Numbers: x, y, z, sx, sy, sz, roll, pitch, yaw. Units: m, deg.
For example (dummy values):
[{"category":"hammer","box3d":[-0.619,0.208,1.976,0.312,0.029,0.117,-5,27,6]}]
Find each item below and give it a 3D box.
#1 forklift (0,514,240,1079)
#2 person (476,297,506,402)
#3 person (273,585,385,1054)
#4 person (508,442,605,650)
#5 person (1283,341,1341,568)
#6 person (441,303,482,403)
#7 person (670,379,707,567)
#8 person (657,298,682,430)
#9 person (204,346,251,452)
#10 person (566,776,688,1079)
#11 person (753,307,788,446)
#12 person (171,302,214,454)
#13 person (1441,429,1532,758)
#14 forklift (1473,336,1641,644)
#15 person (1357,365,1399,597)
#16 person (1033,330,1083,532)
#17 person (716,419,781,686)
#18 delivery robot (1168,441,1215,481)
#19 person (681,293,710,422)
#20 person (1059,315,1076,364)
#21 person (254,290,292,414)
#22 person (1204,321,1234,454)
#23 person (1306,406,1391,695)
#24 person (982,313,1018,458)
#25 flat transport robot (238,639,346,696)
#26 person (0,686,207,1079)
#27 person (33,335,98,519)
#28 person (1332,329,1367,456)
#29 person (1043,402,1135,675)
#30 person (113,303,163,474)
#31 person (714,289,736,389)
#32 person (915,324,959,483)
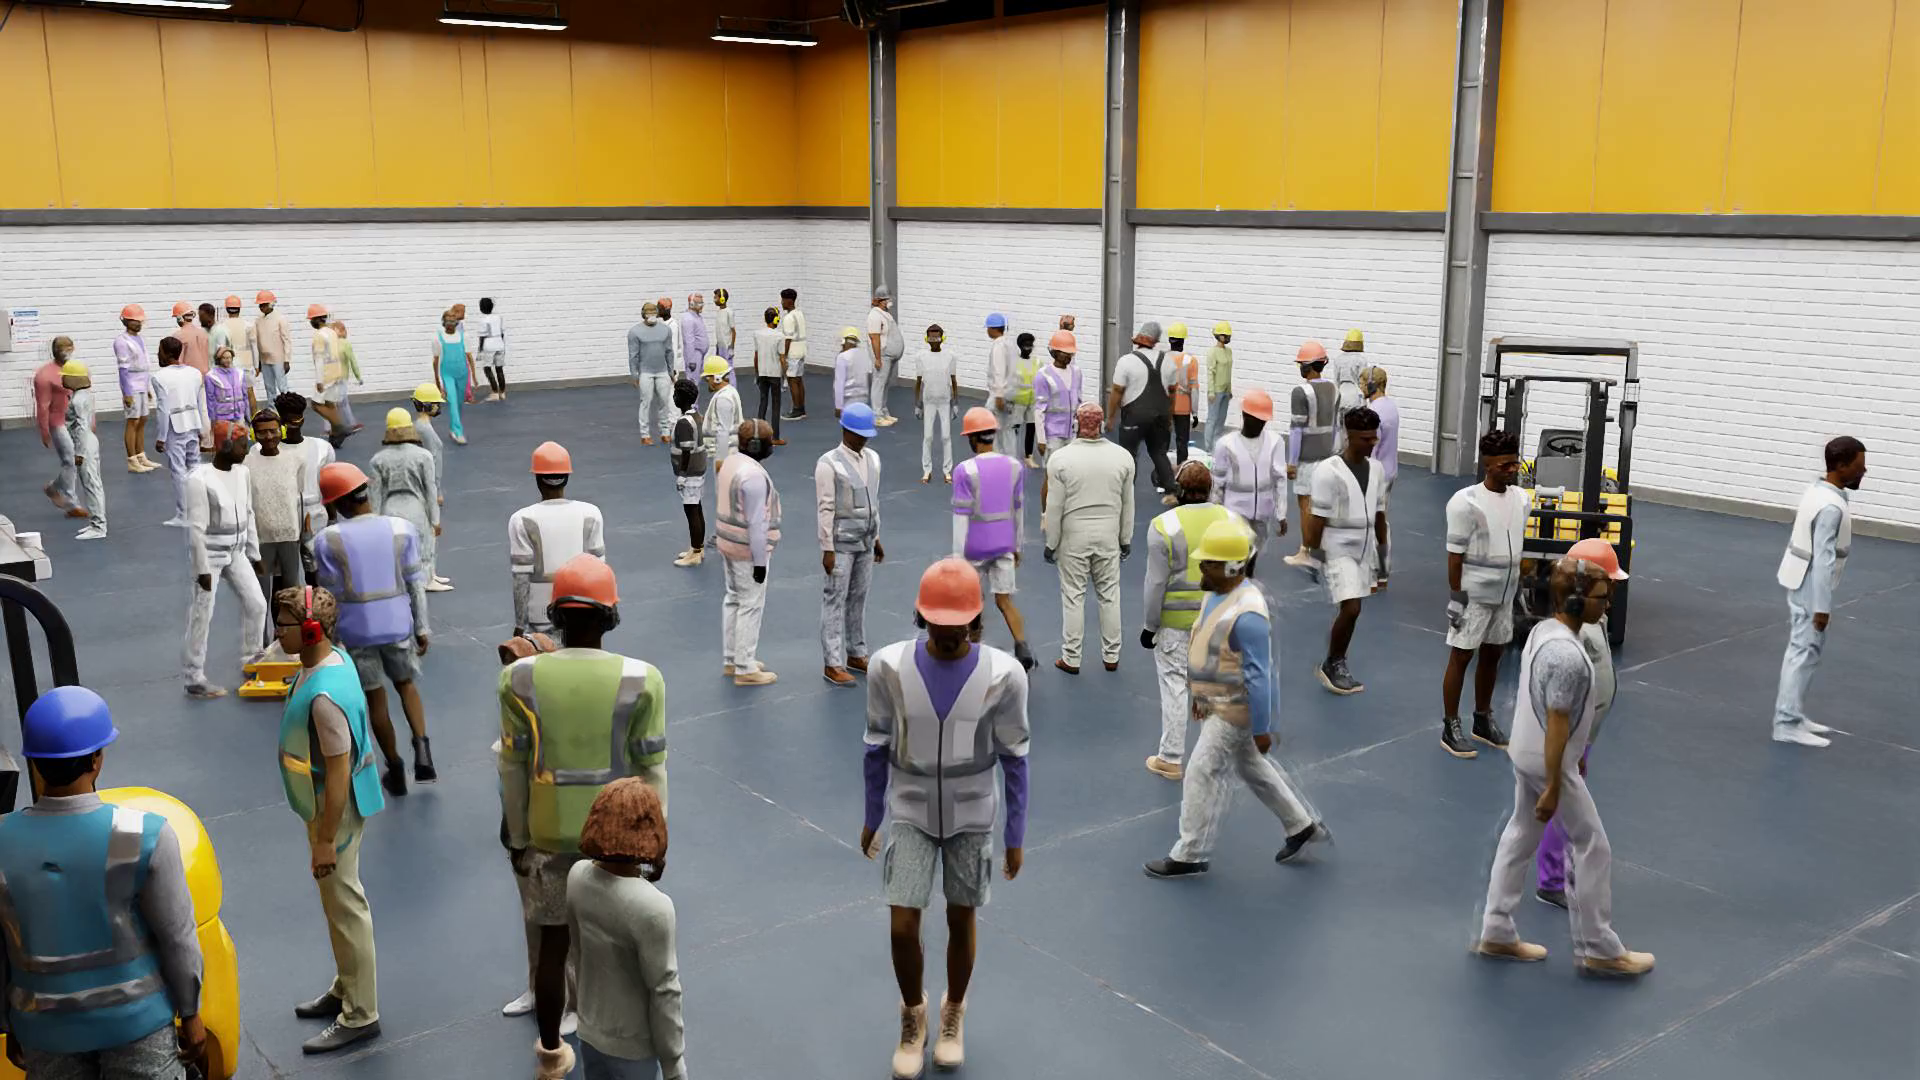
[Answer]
[{"category":"forklift","box3d":[-3.687,1.115,5.480,2.313,2.155,1.214,-9,15,-36]},{"category":"person","box3d":[-7.605,-3.093,27.058,0.340,1.690,0.576,6,13,27]},{"category":"person","box3d":[-2.462,1.073,6.523,0.389,1.846,0.567,-5,13,-24]},{"category":"person","box3d":[-2.310,0.399,9.559,0.551,1.934,0.373,-7,14,-31]},{"category":"person","box3d":[3.145,-0.766,14.974,0.609,2.034,0.423,-10,15,-39]},{"category":"person","box3d":[-8.041,-2.989,26.697,0.585,1.616,0.528,-5,13,-23]},{"category":"person","box3d":[-2.450,-0.607,15.004,0.318,1.697,0.535,0,12,0]},{"category":"person","box3d":[-4.163,-2.519,23.798,0.359,1.880,0.575,-5,13,-22]},{"category":"person","box3d":[-8.344,-1.393,18.965,0.316,1.629,0.509,7,14,31]},{"category":"person","box3d":[-0.996,1.503,4.988,0.288,1.629,0.501,-11,16,-43]},{"category":"person","box3d":[-2.524,-2.175,22.201,0.528,1.857,0.333,6,13,25]},{"category":"person","box3d":[-9.861,-2.057,21.329,0.411,1.980,0.625,3,12,13]},{"category":"person","box3d":[3.148,0.307,9.931,0.607,1.966,0.373,-6,13,-26]},{"category":"forklift","box3d":[4.683,-0.471,13.136,1.214,2.155,2.313,4,12,20]},{"category":"person","box3d":[3.455,-0.494,13.905,0.385,1.929,0.634,6,13,28]},{"category":"person","box3d":[0.998,-1.056,16.384,0.613,2.028,0.409,-10,15,-40]},{"category":"person","box3d":[-1.438,0.083,11.371,0.436,1.831,0.627,-5,13,-24]},{"category":"delivery robot","box3d":[2.604,-0.879,18.862,0.707,0.478,0.477,8,14,35]},{"category":"person","box3d":[-3.884,-2.680,24.510,0.401,1.904,0.649,0,12,0]},{"category":"person","box3d":[1.503,-2.393,23.769,0.311,1.638,0.522,1,12,3]},{"category":"person","box3d":[-9.839,-2.575,23.786,0.622,1.990,0.397,5,13,24]},{"category":"person","box3d":[3.281,-1.868,20.926,0.310,1.768,0.533,9,15,37]},{"category":"person","box3d":[2.619,0.079,11.059,0.624,1.948,0.489,-8,14,-34]},{"category":"person","box3d":[0.439,-1.773,20.081,0.604,1.922,0.613,3,12,16]},{"category":"flat transport robot","box3d":[-4.479,0.803,11.654,0.652,0.197,1.431,-1,12,-4]},{"category":"person","box3d":[-2.504,1.372,4.834,0.604,1.949,0.384,-2,12,-7]},{"category":"person","box3d":[-9.302,-1.174,17.220,0.621,1.916,0.655,4,12,18]},{"category":"person","box3d":[4.727,-1.683,20.117,0.321,1.737,0.487,-9,15,-37]},{"category":"person","box3d":[0.891,-0.014,11.630,0.651,1.906,0.402,-3,12,-13]},{"category":"person","box3d":[-9.909,-1.826,20.055,0.395,2.040,0.609,-1,12,-3]},{"category":"person","box3d":[-3.739,-3.053,26.409,0.333,1.866,0.515,-9,14,-36]},{"category":"person","box3d":[-0.271,-1.578,19.306,0.512,1.861,0.325,0,12,-1]}]
